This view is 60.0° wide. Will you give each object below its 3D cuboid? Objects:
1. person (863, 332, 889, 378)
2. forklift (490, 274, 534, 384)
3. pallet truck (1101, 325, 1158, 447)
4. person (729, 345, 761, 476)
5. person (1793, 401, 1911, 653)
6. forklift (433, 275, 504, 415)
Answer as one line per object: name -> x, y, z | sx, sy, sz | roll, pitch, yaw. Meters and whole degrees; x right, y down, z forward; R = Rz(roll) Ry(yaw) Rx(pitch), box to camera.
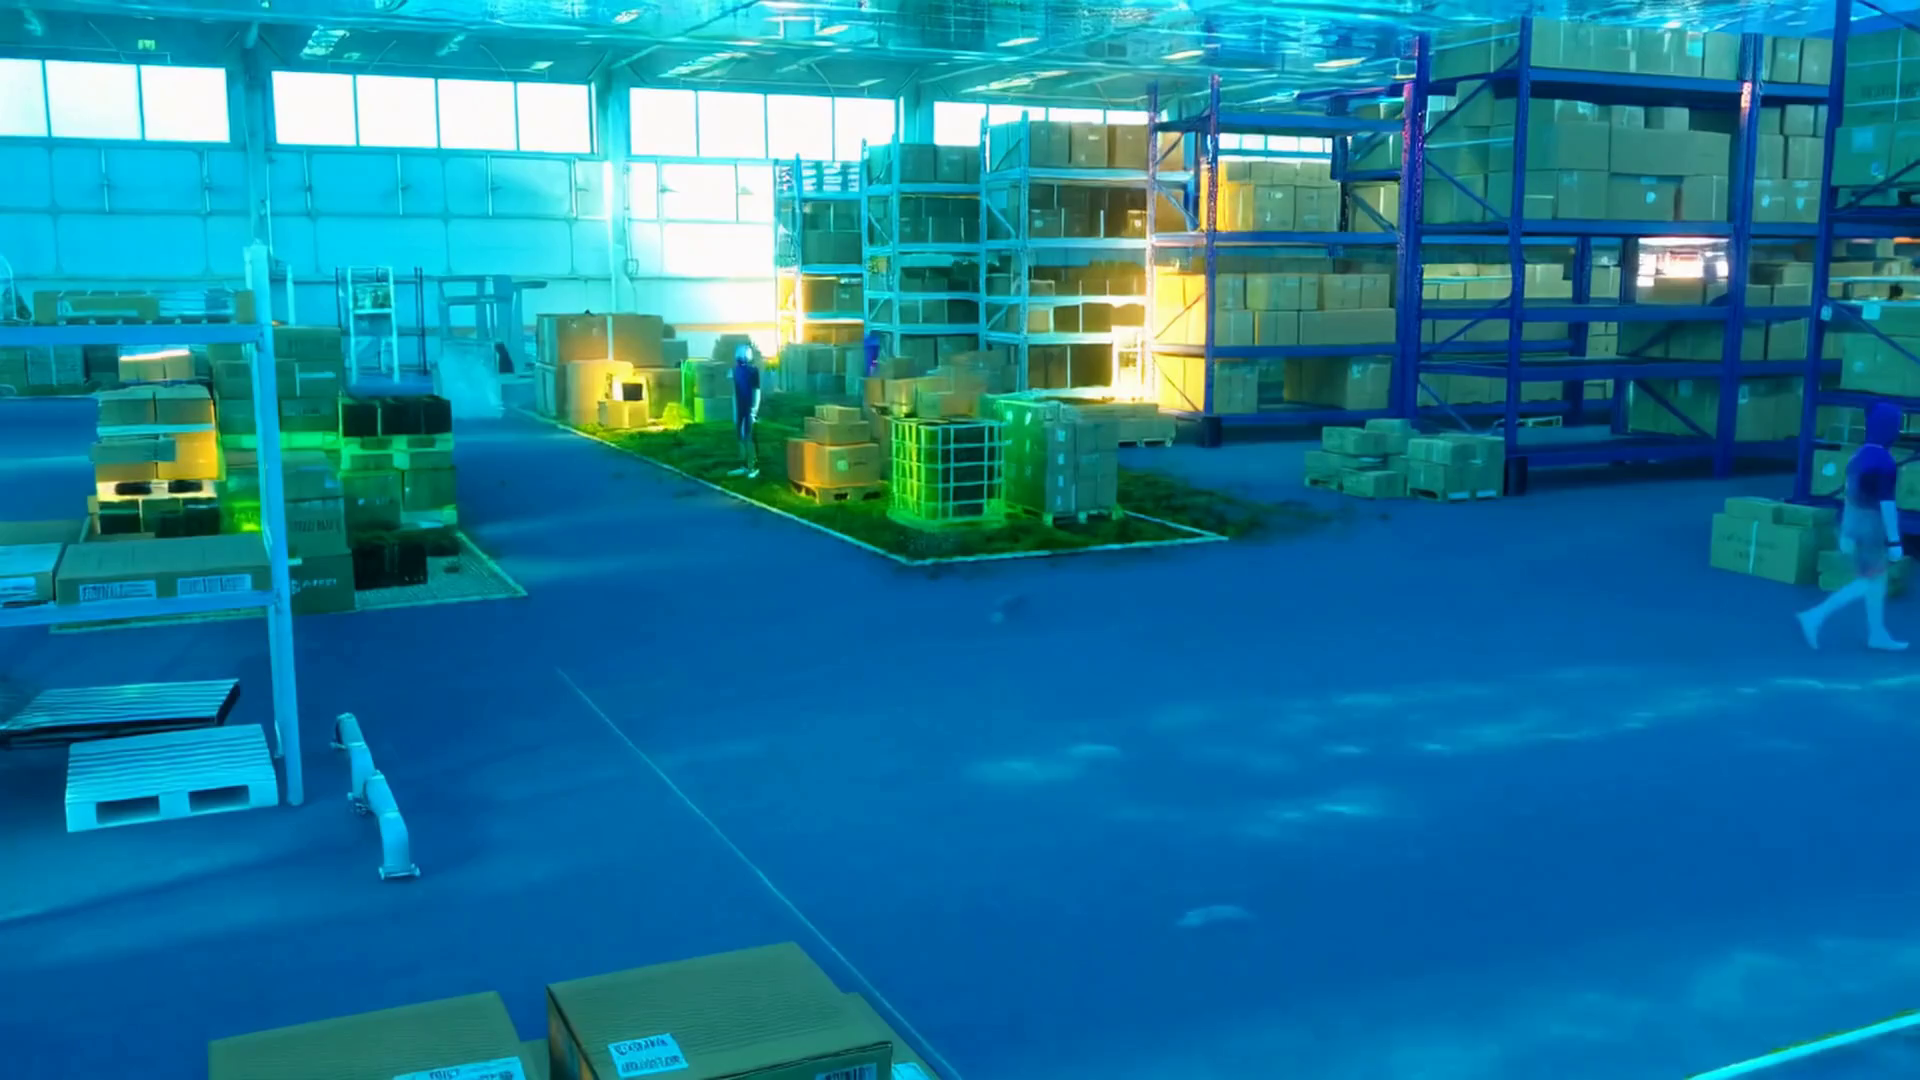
person -> -1.731, -3.612, 35.402 | 0.547, 1.602, 0.778 | 4, 10, 25
forklift -> -11.600, -5.350, 42.281 | 1.873, 2.768, 1.129 | -4, 10, -25
pallet truck -> 2.881, -2.596, 27.923 | 0.823, 1.965, 1.885 | -1, 9, -7
person -> -3.058, -1.840, 23.650 | 0.507, 1.865, 0.329 | 7, 11, 35
person -> 6.787, -0.084, 12.530 | 0.843, 1.940, 0.612 | 2, 9, 10
forklift -> -10.164, -4.031, 34.094 | 1.129, 2.768, 1.873 | -4, 10, -25
